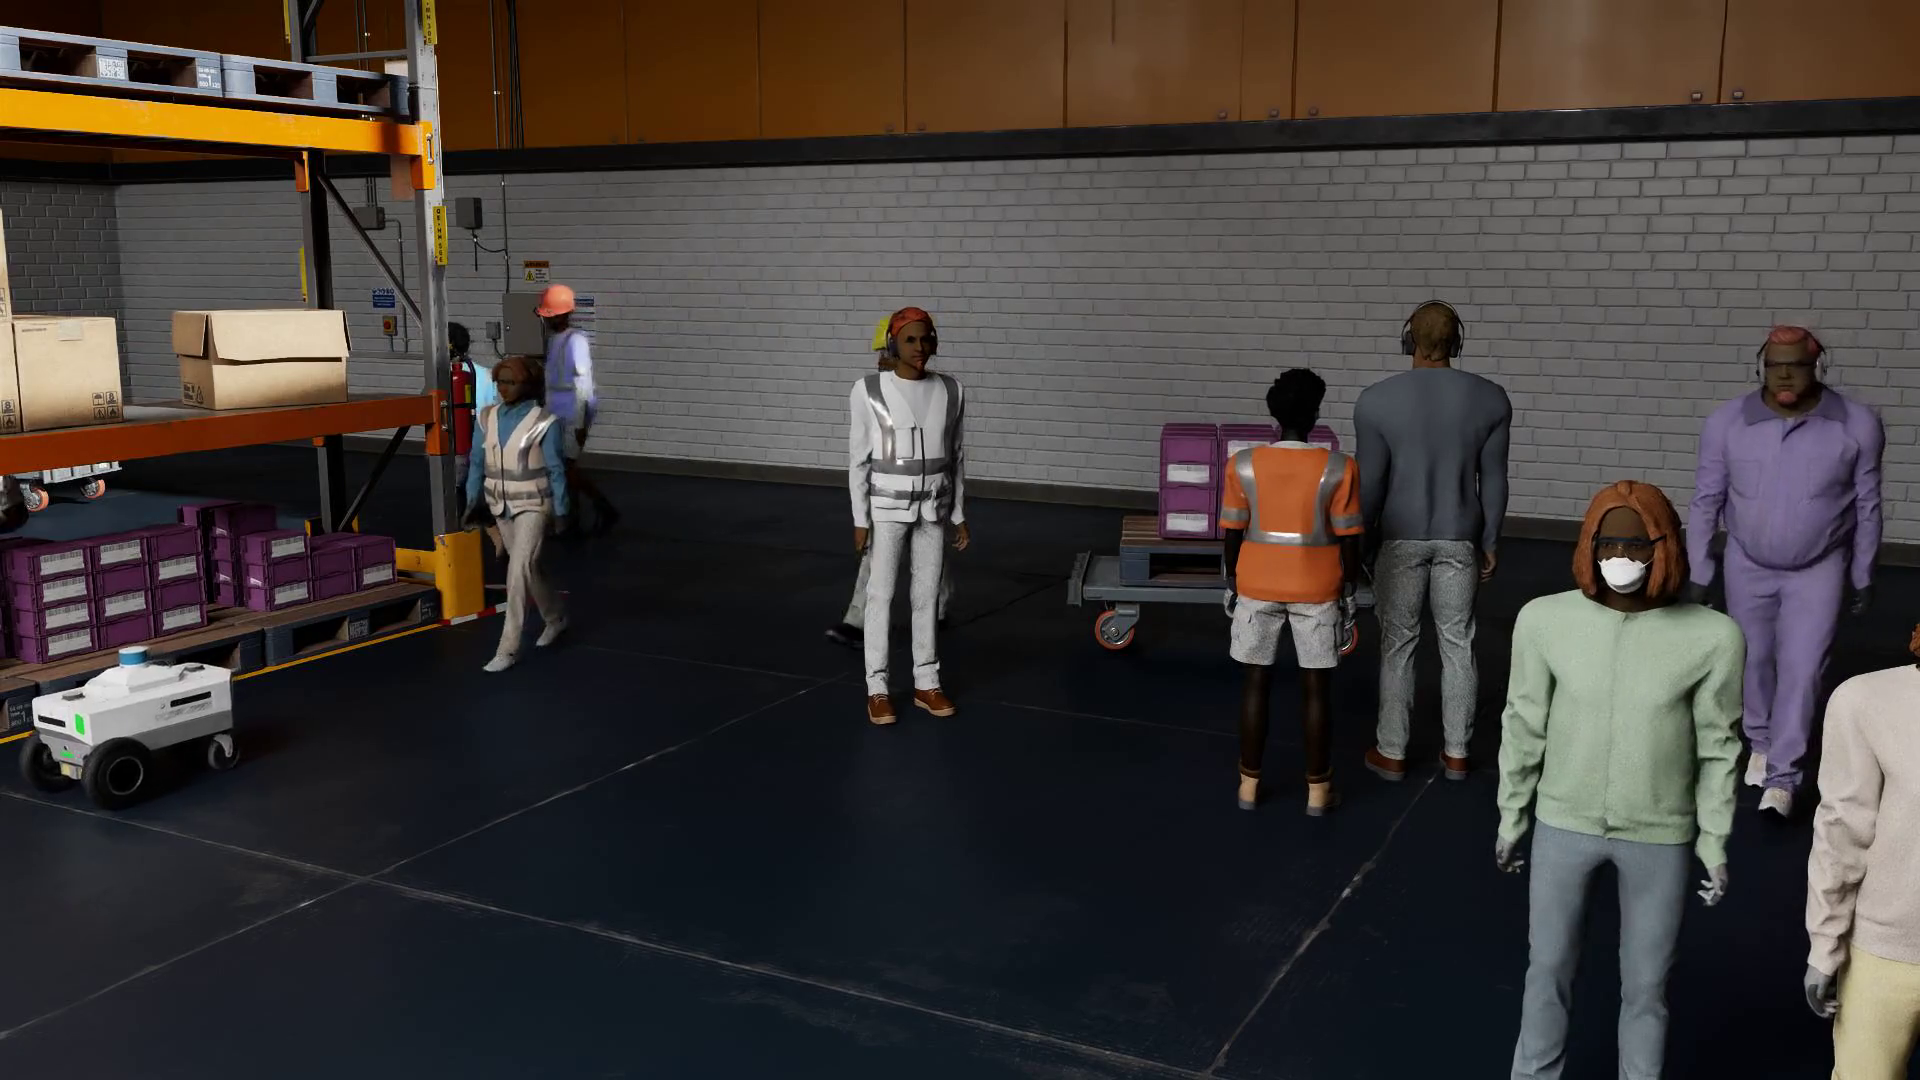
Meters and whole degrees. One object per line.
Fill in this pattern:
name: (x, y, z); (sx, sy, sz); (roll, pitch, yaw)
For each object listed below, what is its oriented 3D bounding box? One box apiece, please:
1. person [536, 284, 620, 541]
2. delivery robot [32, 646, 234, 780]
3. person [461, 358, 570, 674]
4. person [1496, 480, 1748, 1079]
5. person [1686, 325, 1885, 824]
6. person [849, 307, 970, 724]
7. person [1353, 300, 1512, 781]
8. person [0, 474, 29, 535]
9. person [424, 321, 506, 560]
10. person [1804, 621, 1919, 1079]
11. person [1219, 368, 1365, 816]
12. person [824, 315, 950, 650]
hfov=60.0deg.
person: (-2.862, -0.915, 12.182); (0.511, 1.909, 0.706); (-5, 11, -27)
delivery robot: (-3.277, 0.668, 6.631); (0.477, 0.478, 0.707); (6, 11, 30)
person: (-2.292, -0.162, 8.721); (0.508, 1.595, 0.874); (5, 11, 25)
person: (1.475, 0.672, 3.764); (0.507, 1.631, 0.266); (5, 11, 25)
person: (3.102, 0.120, 6.319); (0.656, 1.850, 0.992); (6, 12, 33)
person: (-0.228, -0.111, 7.574); (0.573, 1.883, 0.354); (-5, 11, -25)
person: (1.874, 0.013, 6.694); (0.627, 1.940, 0.371); (0, 10, 2)
person: (-5.631, -0.516, 9.486); (0.654, 2.025, 0.543); (8, 13, 39)
person: (-3.359, -0.662, 11.404); (0.687, 1.663, 0.544); (4, 11, 21)
person: (1.839, 0.792, 3.092); (0.496, 1.629, 0.277); (4, 11, 21)
person: (1.253, 0.199, 6.316); (0.540, 1.696, 0.317); (4, 10, 20)
person: (-0.341, -0.294, 8.888); (0.611, 1.782, 0.902); (7, 12, 35)
